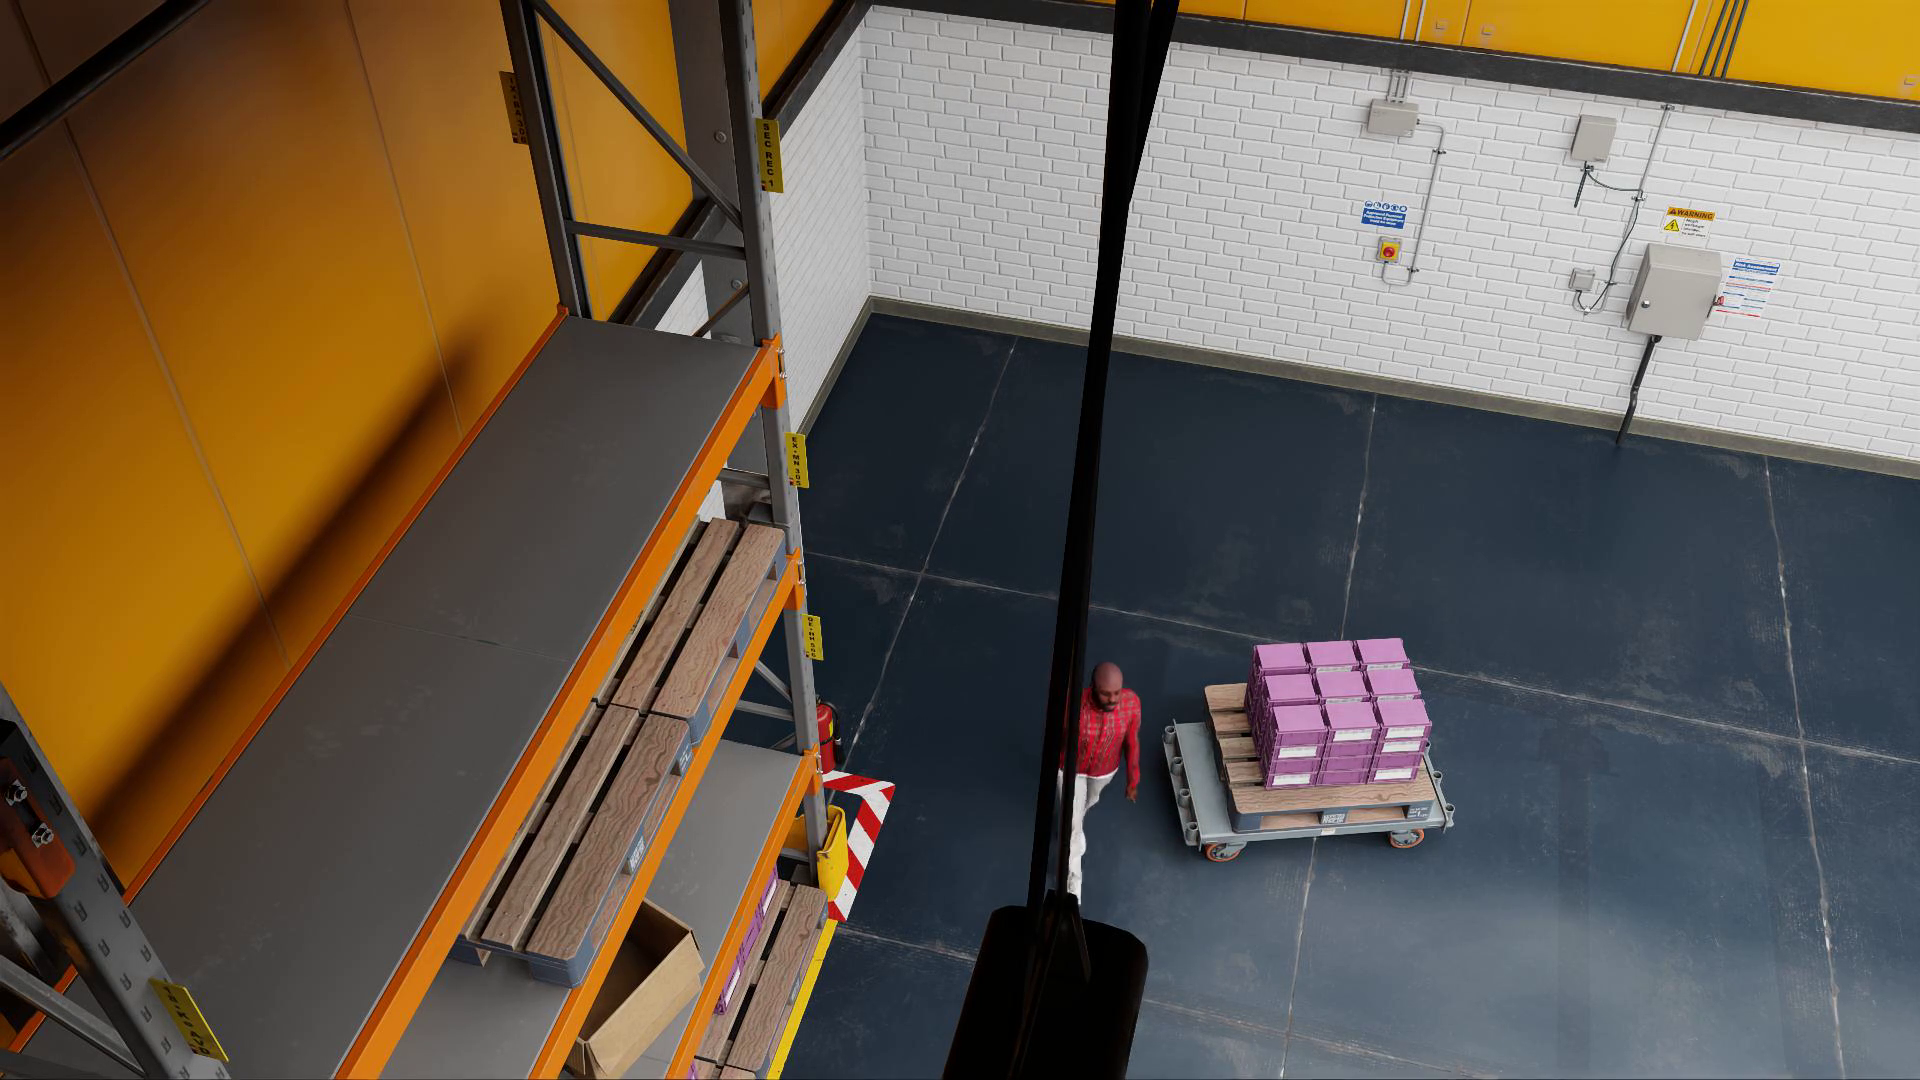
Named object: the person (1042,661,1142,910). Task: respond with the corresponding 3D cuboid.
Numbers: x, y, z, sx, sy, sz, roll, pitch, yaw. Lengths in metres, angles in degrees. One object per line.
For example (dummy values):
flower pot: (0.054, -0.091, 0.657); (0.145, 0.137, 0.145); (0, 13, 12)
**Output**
person: (0.718, 1.218, 9.701); (0.945, 1.791, 1.112); (-6, 44, -6)
